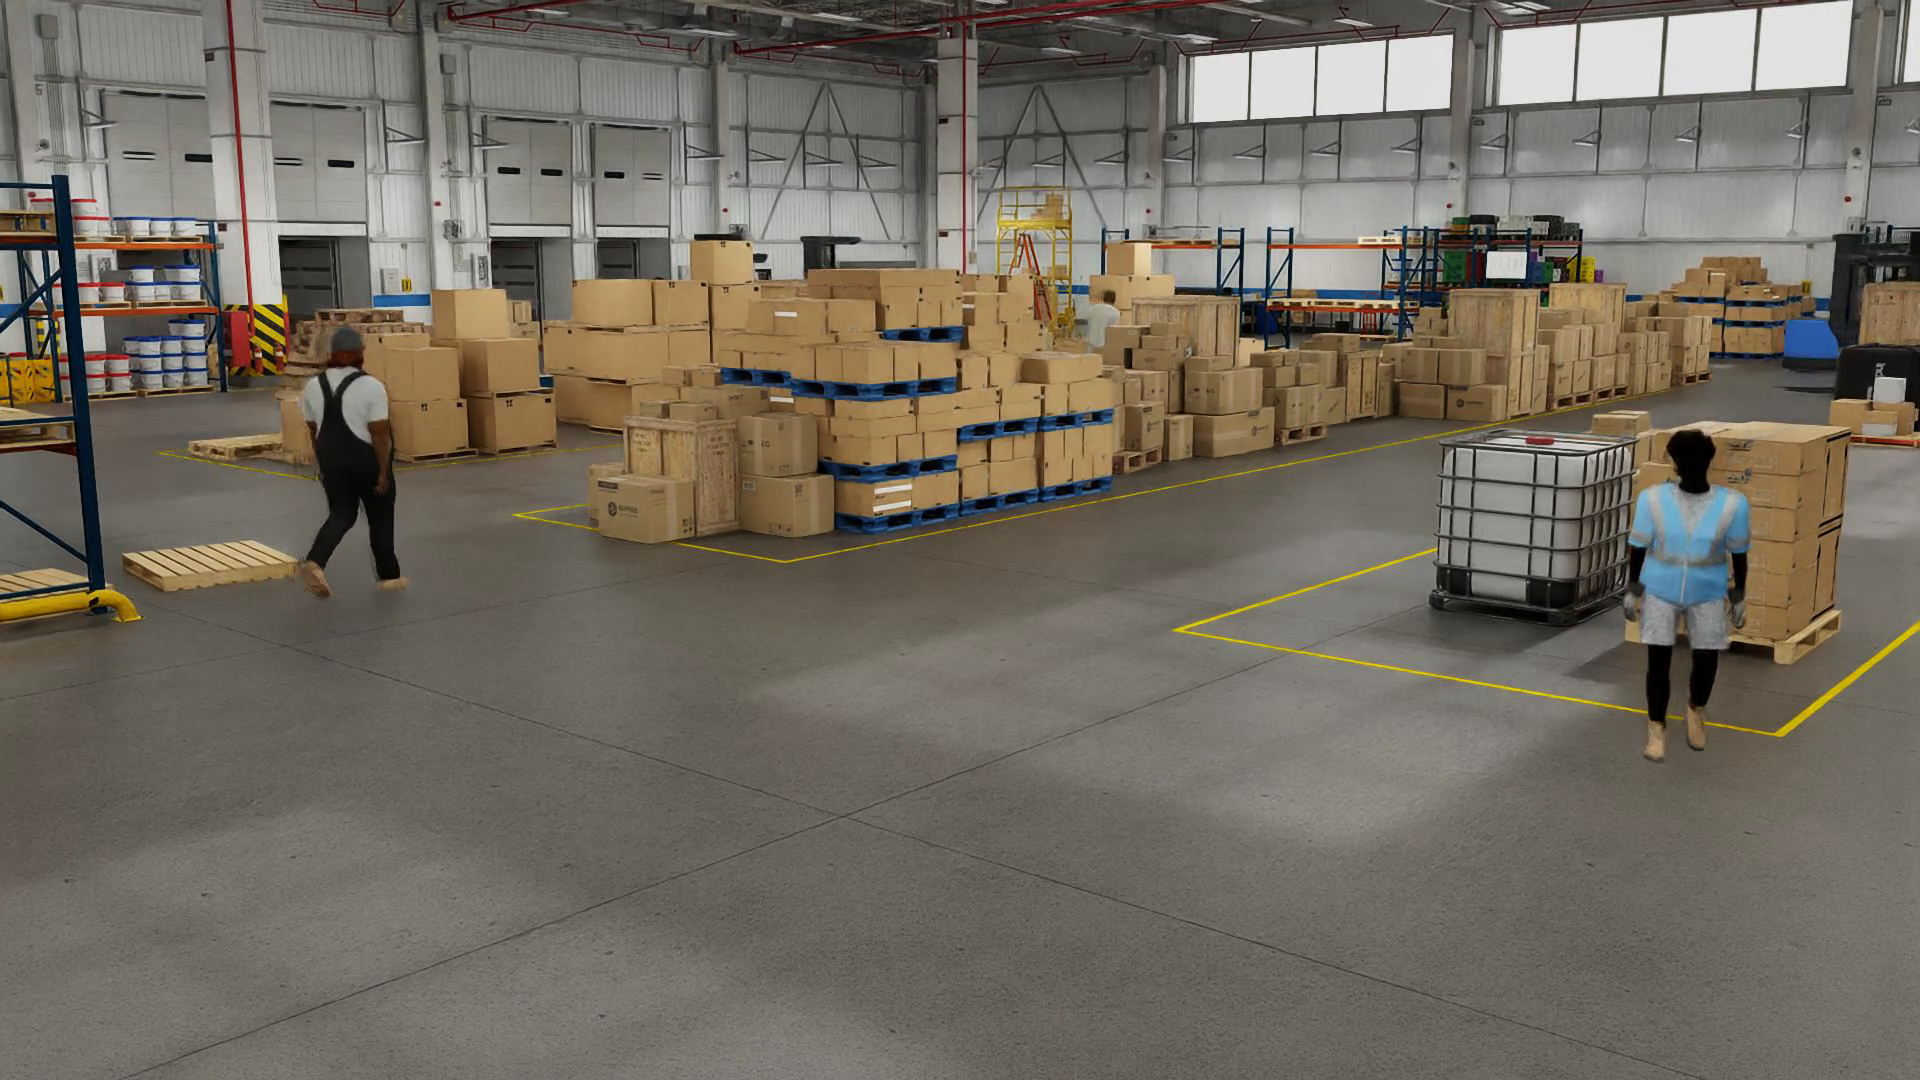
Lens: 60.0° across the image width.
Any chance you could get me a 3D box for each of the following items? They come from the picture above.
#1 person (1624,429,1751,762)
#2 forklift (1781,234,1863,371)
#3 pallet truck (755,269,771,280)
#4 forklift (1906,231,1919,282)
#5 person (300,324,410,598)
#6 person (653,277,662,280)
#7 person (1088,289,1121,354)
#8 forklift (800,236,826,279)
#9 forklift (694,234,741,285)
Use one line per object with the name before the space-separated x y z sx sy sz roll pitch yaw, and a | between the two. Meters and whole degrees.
person | 3.620 0.267 8.273 0.583 1.682 0.414 5 11 25
forklift | 17.999 -4.836 33.925 1.873 2.768 1.129 8 13 40
pallet truck | -4.996 -6.432 45.525 1.885 1.965 0.823 -6 12 -32
forklift | 16.249 -3.811 28.090 1.873 2.768 1.129 2 10 14
person | -4.458 -0.586 12.117 0.693 2.000 0.844 3 10 17
person | -6.519 -4.725 36.016 0.632 1.931 0.382 -5 11 -24
person | 2.350 -3.177 27.389 0.623 1.878 1.006 6 11 29
forklift | -3.500 -5.872 39.825 1.873 2.768 1.129 2 10 12
forklift | -4.871 -4.776 33.586 1.129 2.768 1.873 5 11 26
